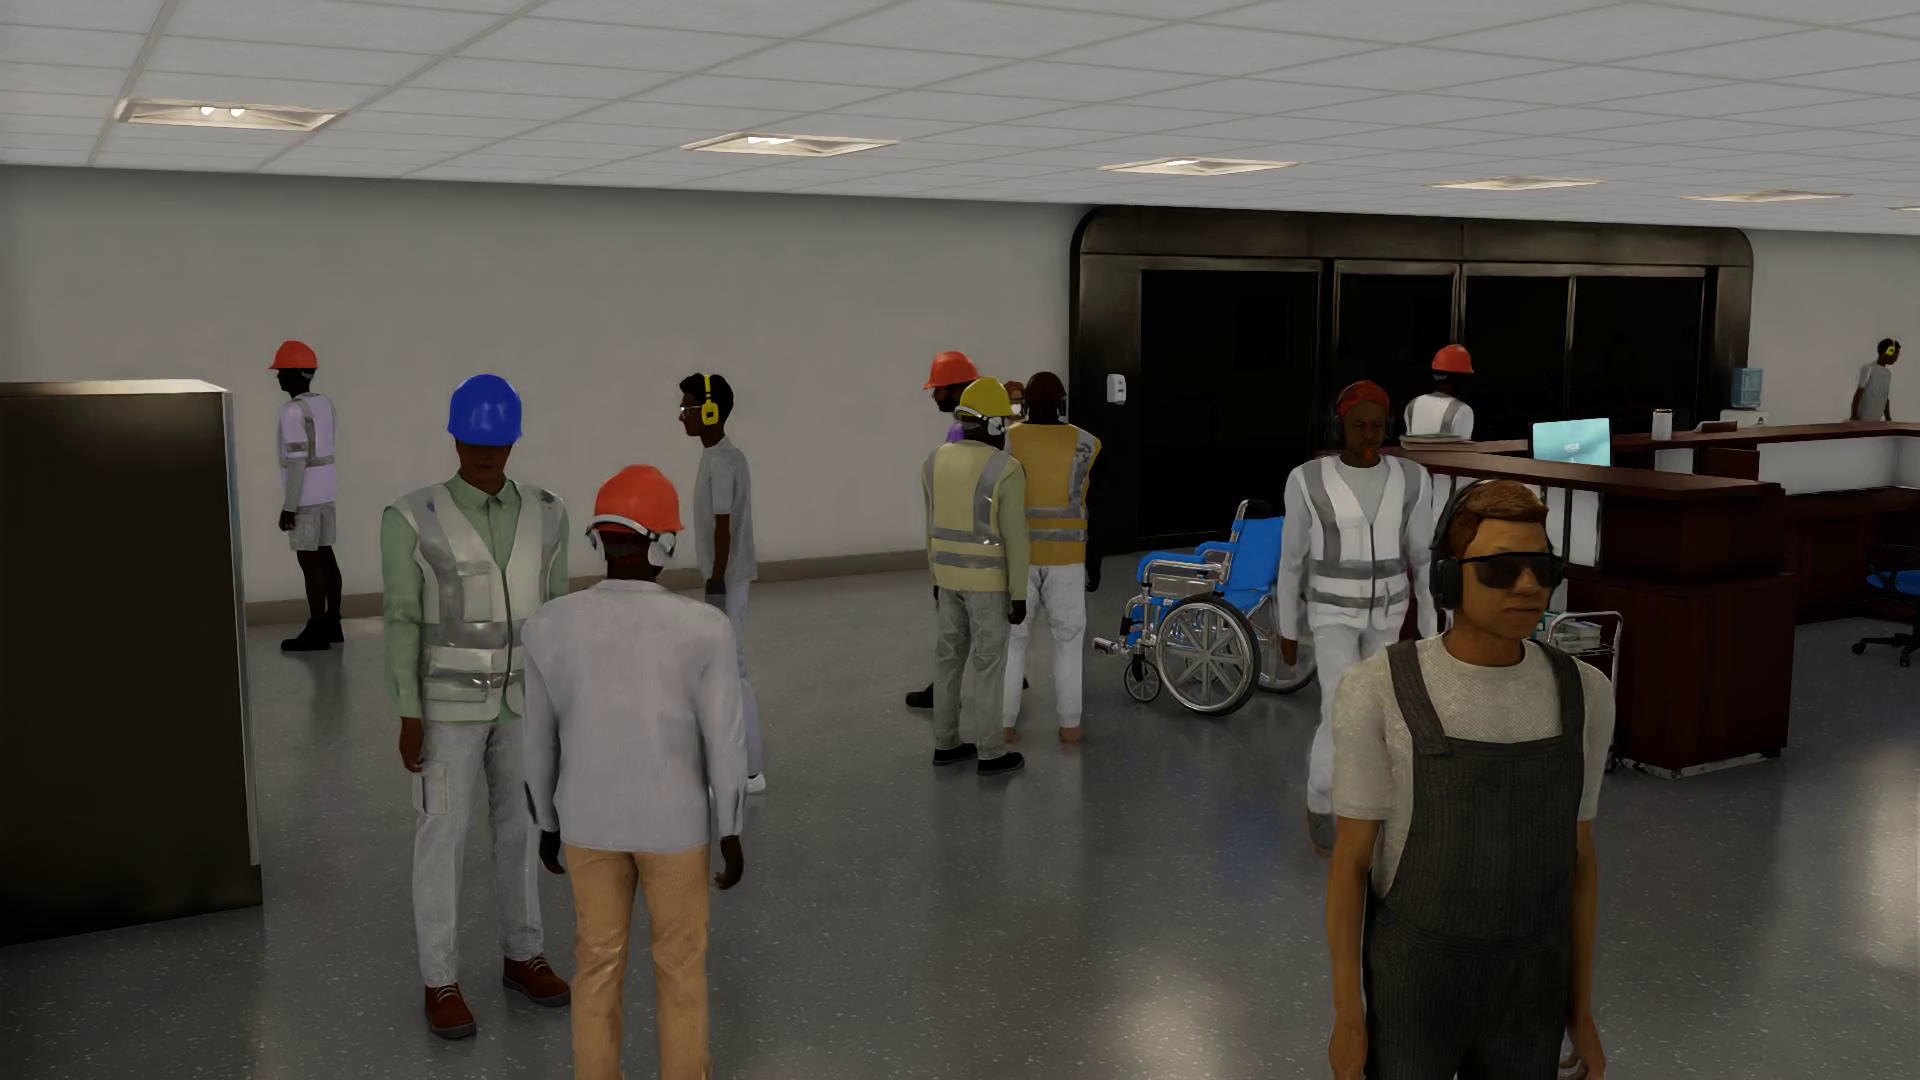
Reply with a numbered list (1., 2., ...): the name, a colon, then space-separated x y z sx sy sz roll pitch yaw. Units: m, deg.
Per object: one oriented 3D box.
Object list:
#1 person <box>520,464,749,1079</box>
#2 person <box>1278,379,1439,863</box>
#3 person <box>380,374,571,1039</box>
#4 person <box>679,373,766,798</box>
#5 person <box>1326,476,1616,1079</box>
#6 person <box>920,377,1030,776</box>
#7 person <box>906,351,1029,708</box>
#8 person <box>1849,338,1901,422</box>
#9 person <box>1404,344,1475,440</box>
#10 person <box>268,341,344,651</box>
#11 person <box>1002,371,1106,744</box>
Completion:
1. person: -0.797 0.683 4.174 0.572 1.747 0.344 1 8 9
2. person: 1.528 0.326 6.367 0.581 1.870 0.438 -1 8 -11
3. person: -1.414 0.478 4.973 0.602 1.941 0.402 -7 11 -41
4. person: -1.053 0.197 7.336 0.336 1.861 0.496 -2 8 -12
5. person: 0.890 0.810 2.911 0.508 1.847 0.345 -1 8 -8
6. person: 0.090 0.172 7.626 0.596 1.828 0.403 7 10 41
7. person: 0.024 -0.047 8.843 0.589 1.914 0.581 2 8 17
8. person: 9.860 -1.266 18.042 0.653 1.831 0.333 -4 9 -28
9. person: 3.023 -0.307 10.751 0.702 1.917 0.567 -5 9 -33
10. person: -4.103 -0.272 10.412 0.365 1.939 0.542 1 8 5
11. person: 0.405 0.092 8.191 0.626 1.836 0.431 0 8 2
